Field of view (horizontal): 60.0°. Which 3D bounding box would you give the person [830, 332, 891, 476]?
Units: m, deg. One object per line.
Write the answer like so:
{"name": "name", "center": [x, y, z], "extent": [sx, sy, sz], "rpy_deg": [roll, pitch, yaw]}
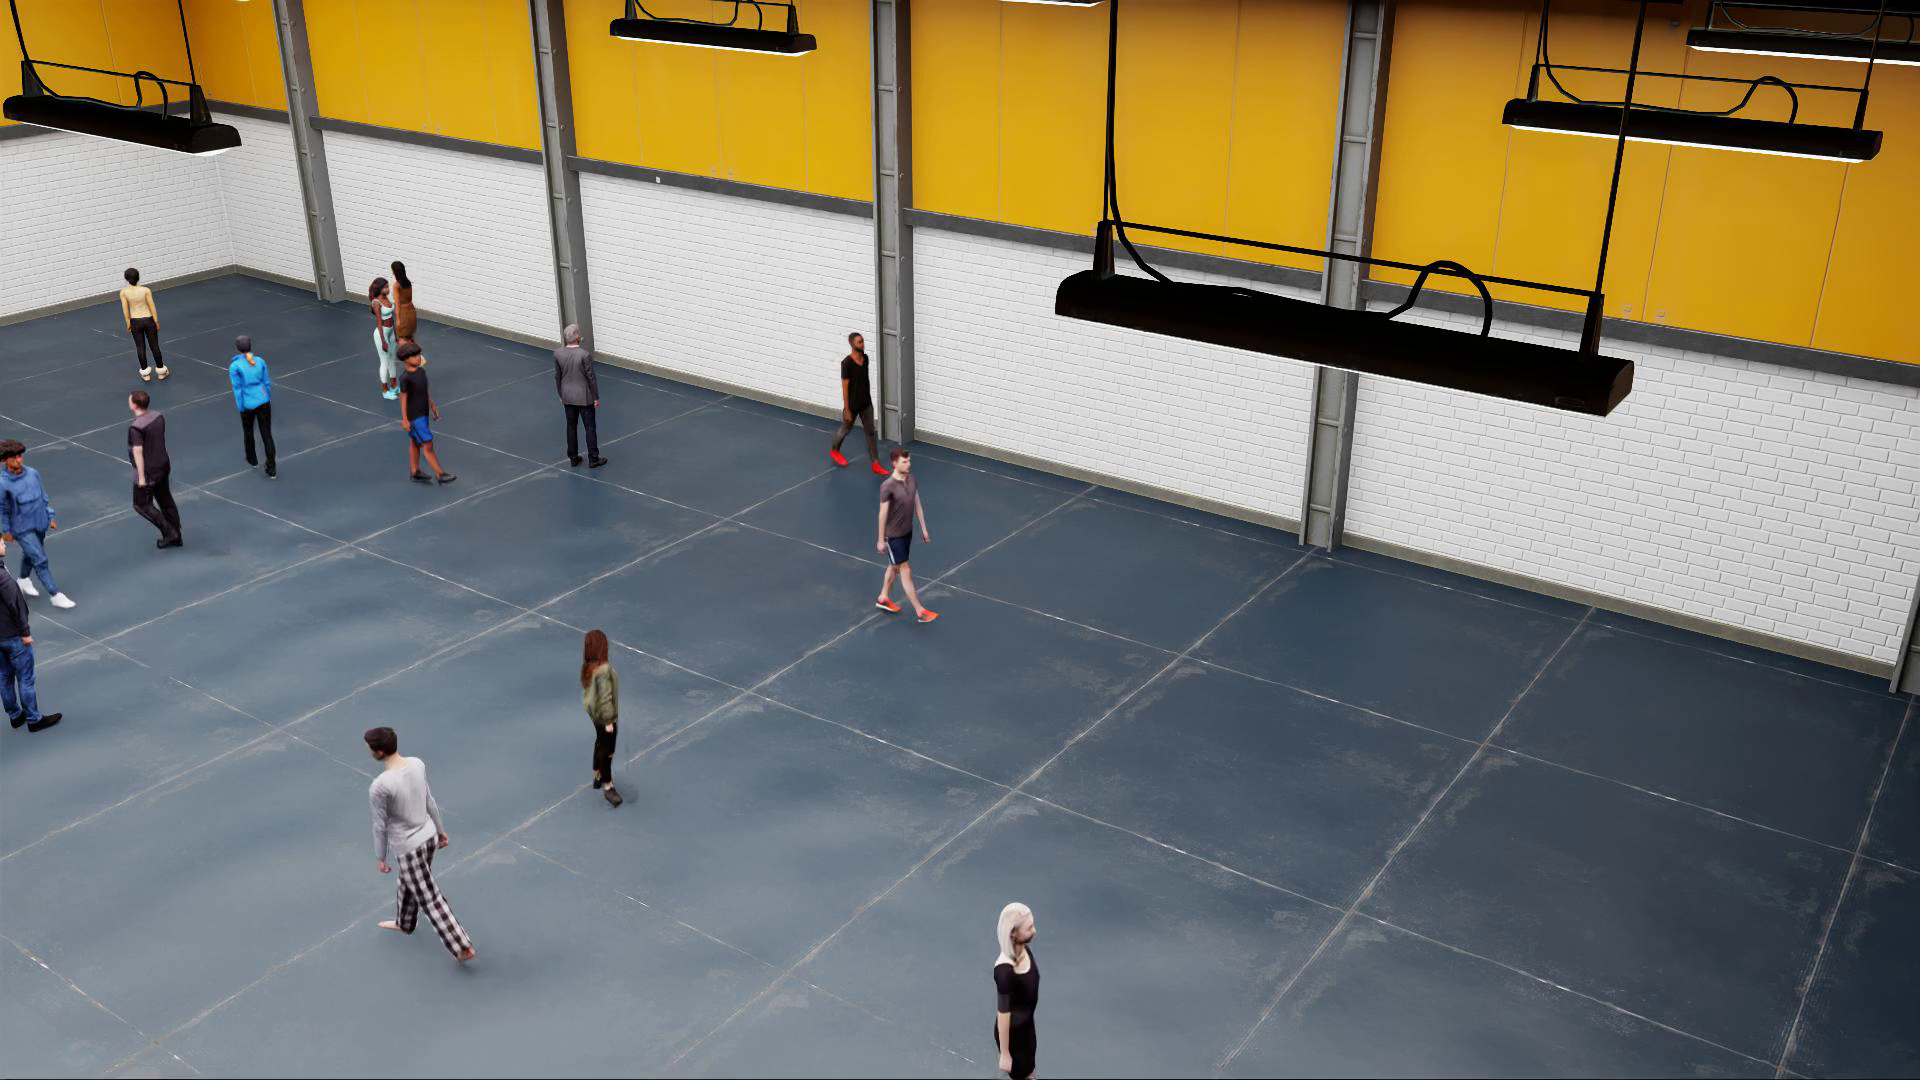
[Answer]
{"name": "person", "center": [-1.348, -1.694, 20.571], "extent": [1.238, 1.770, 0.751], "rpy_deg": [19, 30, 37]}

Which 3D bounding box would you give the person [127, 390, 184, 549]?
{"name": "person", "center": [-8.831, -0.760, 18.353], "extent": [0.861, 1.834, 0.861], "rpy_deg": [2, 24, 5]}

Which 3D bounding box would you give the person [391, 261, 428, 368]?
{"name": "person", "center": [-7.986, -3.212, 24.158], "extent": [0.787, 1.677, 0.713], "rpy_deg": [4, 24, 9]}

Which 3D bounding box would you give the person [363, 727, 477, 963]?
{"name": "person", "center": [-3.761, 2.173, 11.685], "extent": [1.223, 1.801, 0.837], "rpy_deg": [12, 26, 25]}

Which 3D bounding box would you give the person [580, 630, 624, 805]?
{"name": "person", "center": [-2.954, 1.471, 13.722], "extent": [0.808, 1.456, 0.657], "rpy_deg": [-4, 24, -10]}

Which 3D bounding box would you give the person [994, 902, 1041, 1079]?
{"name": "person", "center": [0.235, 2.947, 9.895], "extent": [0.810, 1.817, 0.730], "rpy_deg": [6, 24, 14]}

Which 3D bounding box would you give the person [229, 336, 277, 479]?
{"name": "person", "center": [-8.591, -1.602, 20.365], "extent": [0.822, 1.766, 1.077], "rpy_deg": [-16, 28, -33]}

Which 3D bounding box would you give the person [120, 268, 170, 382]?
{"name": "person", "center": [-11.785, -3.123, 23.978], "extent": [0.698, 1.659, 0.733], "rpy_deg": [-8, 25, -18]}

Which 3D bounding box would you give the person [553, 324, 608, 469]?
{"name": "person", "center": [-4.755, -1.805, 20.734], "extent": [0.679, 1.842, 0.848], "rpy_deg": [6, 24, 13]}

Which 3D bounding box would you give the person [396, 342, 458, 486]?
{"name": "person", "center": [-6.668, -1.534, 20.194], "extent": [1.042, 1.778, 0.832], "rpy_deg": [6, 24, 14]}

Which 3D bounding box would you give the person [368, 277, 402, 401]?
{"name": "person", "center": [-8.026, -2.829, 23.224], "extent": [0.659, 1.725, 0.645], "rpy_deg": [4, 24, 8]}

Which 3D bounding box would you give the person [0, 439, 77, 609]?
{"name": "person", "center": [-9.636, -0.176, 17.089], "extent": [1.200, 1.776, 0.866], "rpy_deg": [9, 25, 21]}

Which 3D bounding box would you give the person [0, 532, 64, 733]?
{"name": "person", "center": [-8.432, 0.809, 14.695], "extent": [0.580, 1.890, 0.777], "rpy_deg": [10, 25, 21]}

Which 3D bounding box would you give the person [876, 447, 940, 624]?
{"name": "person", "center": [-0.685, -0.074, 16.808], "extent": [1.084, 1.815, 0.692], "rpy_deg": [17, 29, 34]}
